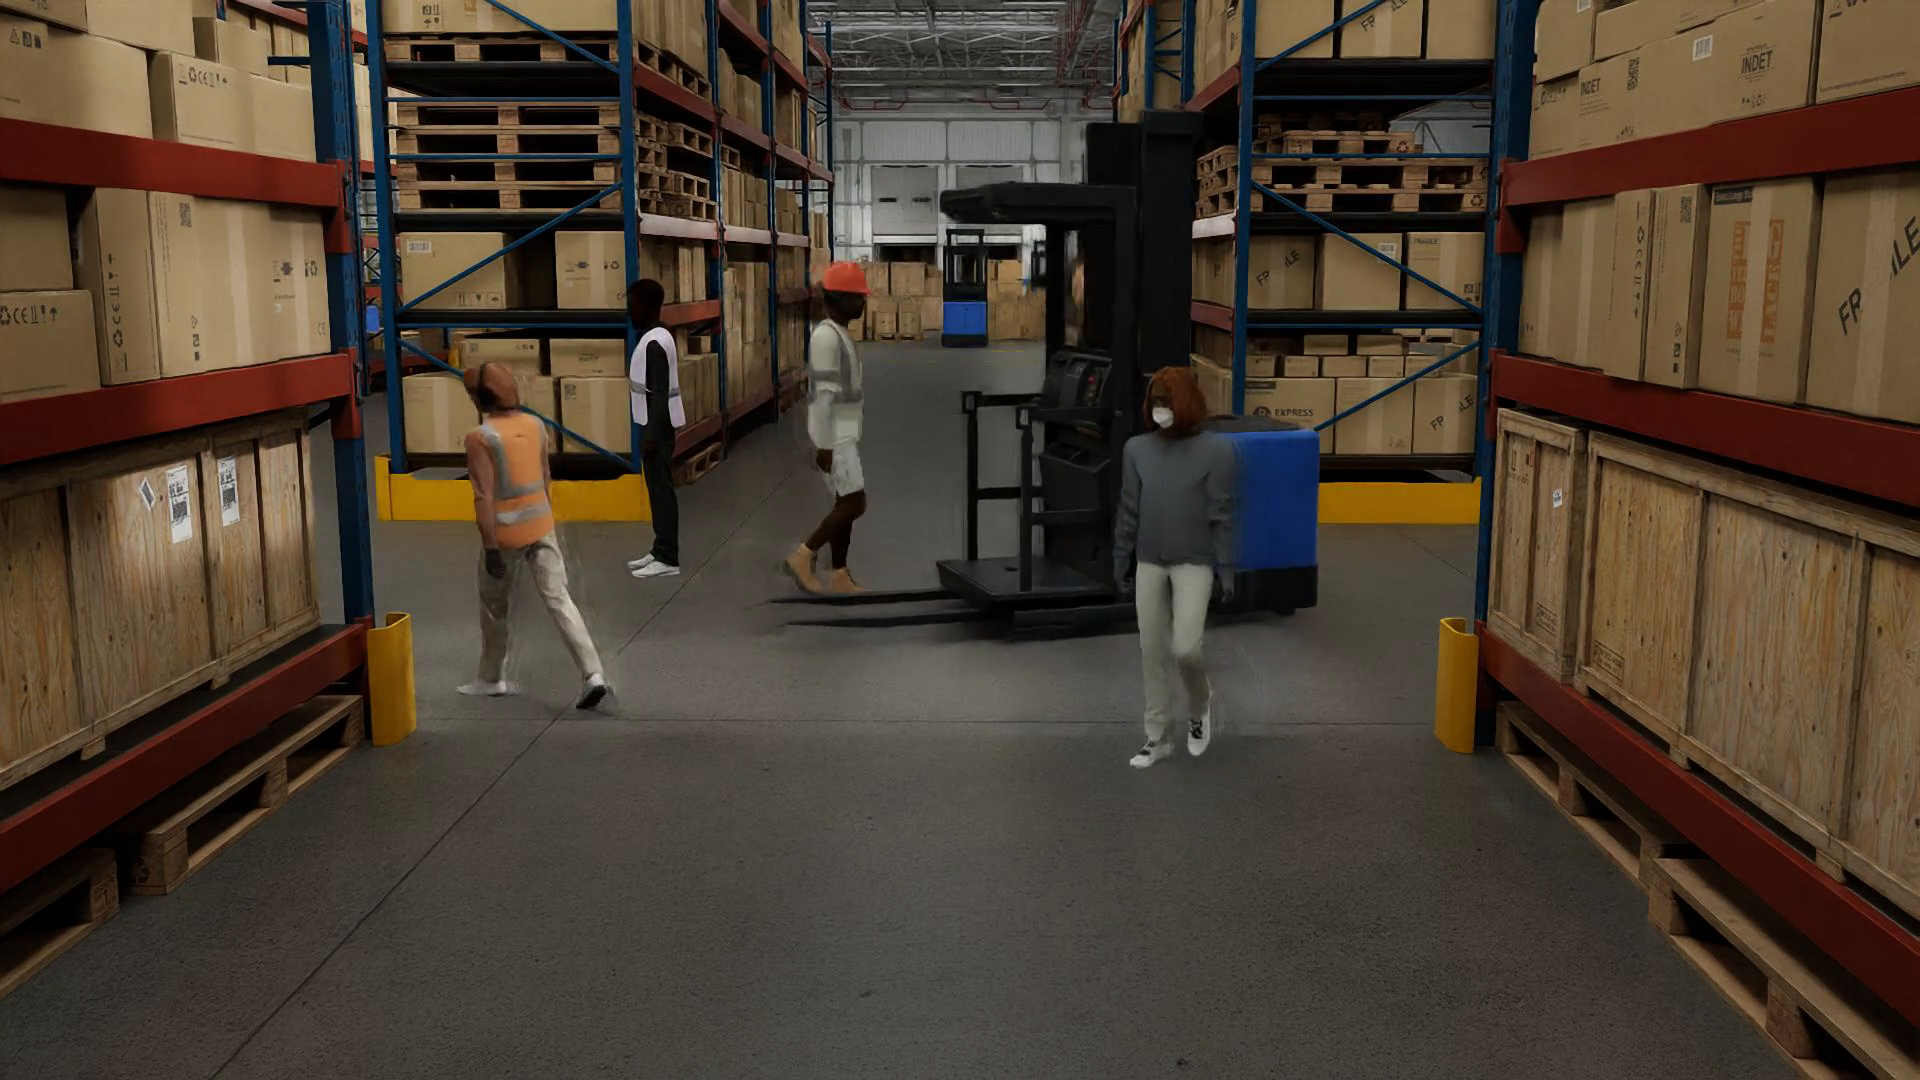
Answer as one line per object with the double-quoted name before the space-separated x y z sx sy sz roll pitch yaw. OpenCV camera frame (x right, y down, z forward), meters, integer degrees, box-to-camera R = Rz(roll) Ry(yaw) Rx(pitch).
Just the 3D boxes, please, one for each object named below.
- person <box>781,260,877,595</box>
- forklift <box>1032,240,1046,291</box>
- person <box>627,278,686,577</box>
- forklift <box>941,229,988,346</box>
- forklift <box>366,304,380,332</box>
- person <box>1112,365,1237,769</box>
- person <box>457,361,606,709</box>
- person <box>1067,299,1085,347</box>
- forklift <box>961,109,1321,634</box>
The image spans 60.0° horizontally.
"person" -0.723 -0.616 9.772 0.479 2.032 0.618 1 10 7
"forklift" 3.172 -9.648 61.356 1.129 2.768 1.873 0 9 1
"person" -1.974 -0.725 10.774 0.392 1.922 0.593 -2 10 -14
"forklift" 0.124 -6.117 40.203 1.129 2.768 1.873 0 9 1
"forklift" -13.181 -5.299 35.302 1.129 2.768 1.873 0 9 1
"person" 0.835 0.120 6.605 0.534 1.621 0.343 6 11 34
"person" -1.957 -0.018 7.528 0.868 1.585 0.558 5 11 29
"person" 1.293 -2.056 19.722 0.533 1.602 0.851 0 9 -1
"forklift" 1.022 -0.983 9.448 1.873 2.768 1.129 -3 10 -16
